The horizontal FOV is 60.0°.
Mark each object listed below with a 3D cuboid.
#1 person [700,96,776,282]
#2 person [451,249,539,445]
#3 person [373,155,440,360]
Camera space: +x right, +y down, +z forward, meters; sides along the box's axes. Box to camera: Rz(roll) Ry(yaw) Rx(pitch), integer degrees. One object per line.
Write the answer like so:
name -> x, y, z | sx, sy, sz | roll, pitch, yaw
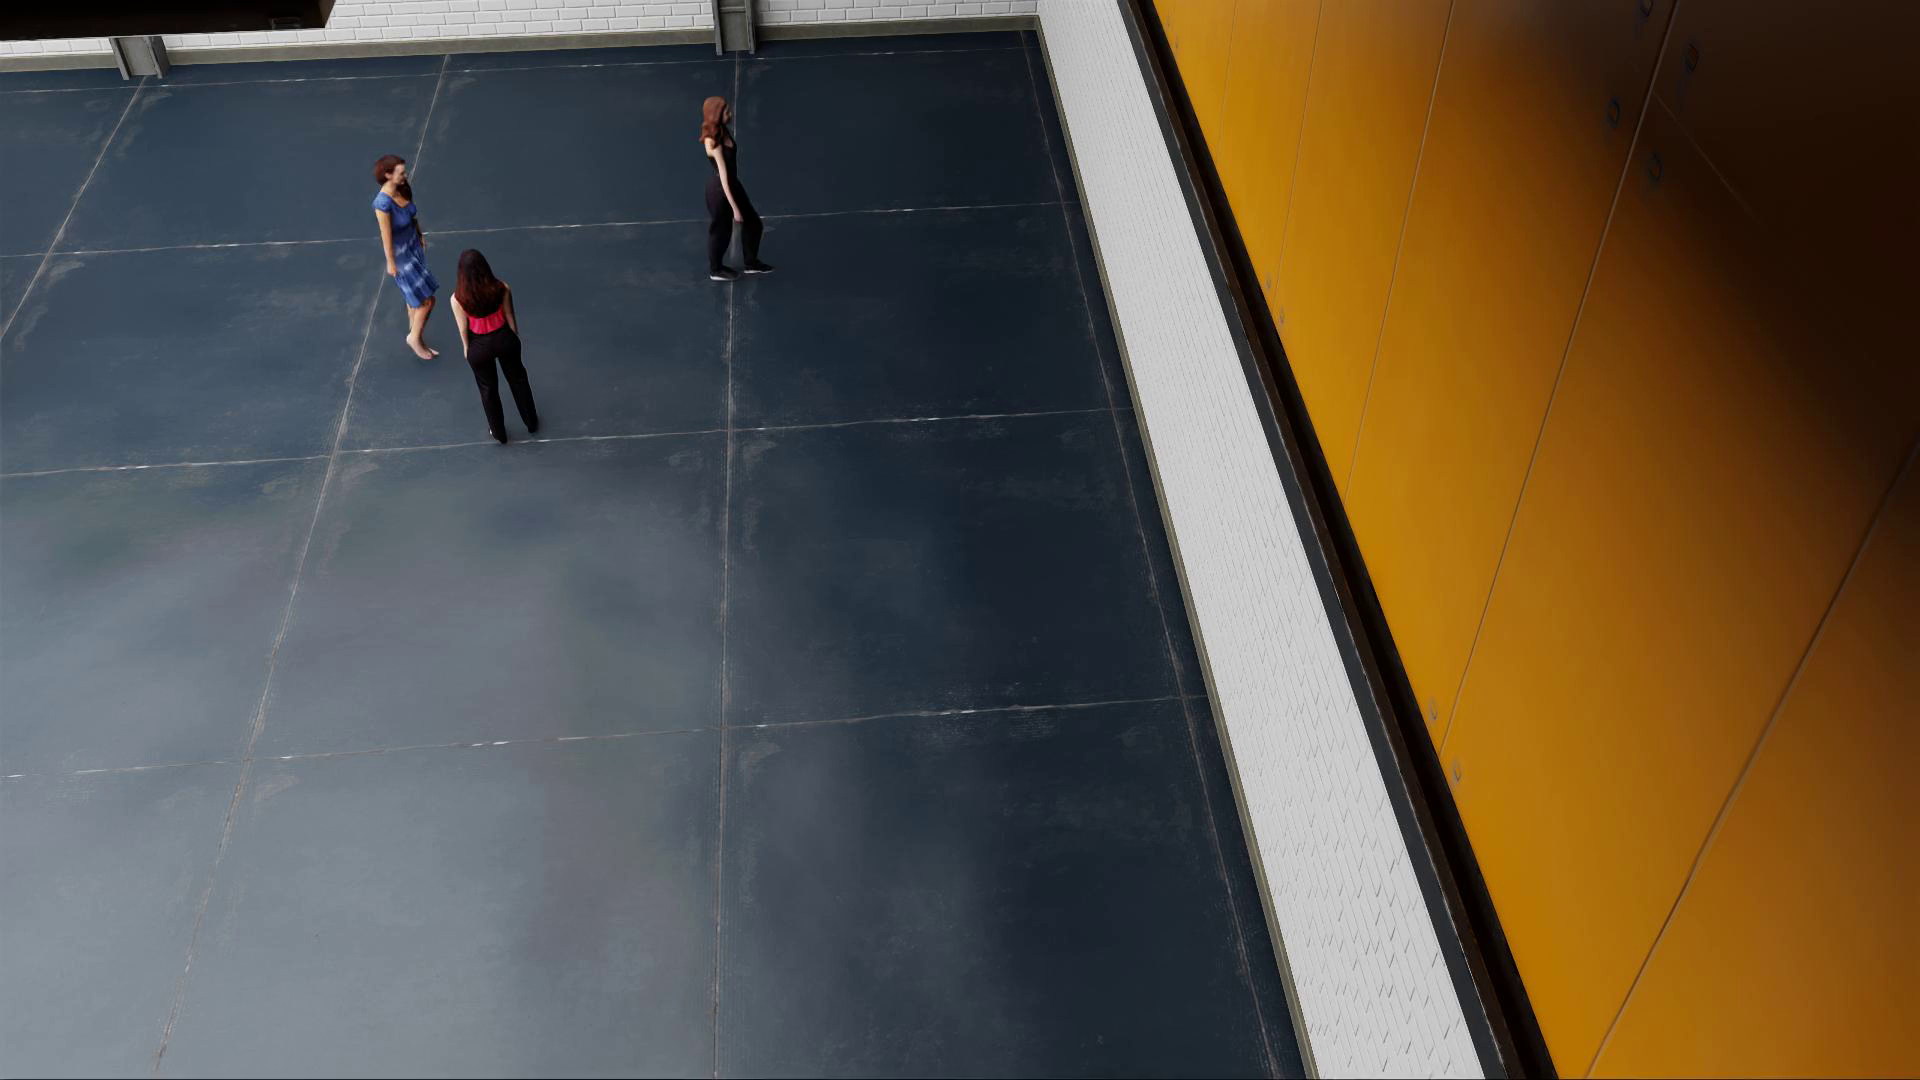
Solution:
person -> -2.042, -2.872, 13.744 | 0.820, 1.730, 0.686 | 3, 44, 3
person -> -3.455, -1.440, 12.292 | 0.575, 1.660, 0.707 | -20, 47, -20
person -> -4.393, -2.177, 12.975 | 0.711, 1.785, 0.730 | 4, 44, 5
